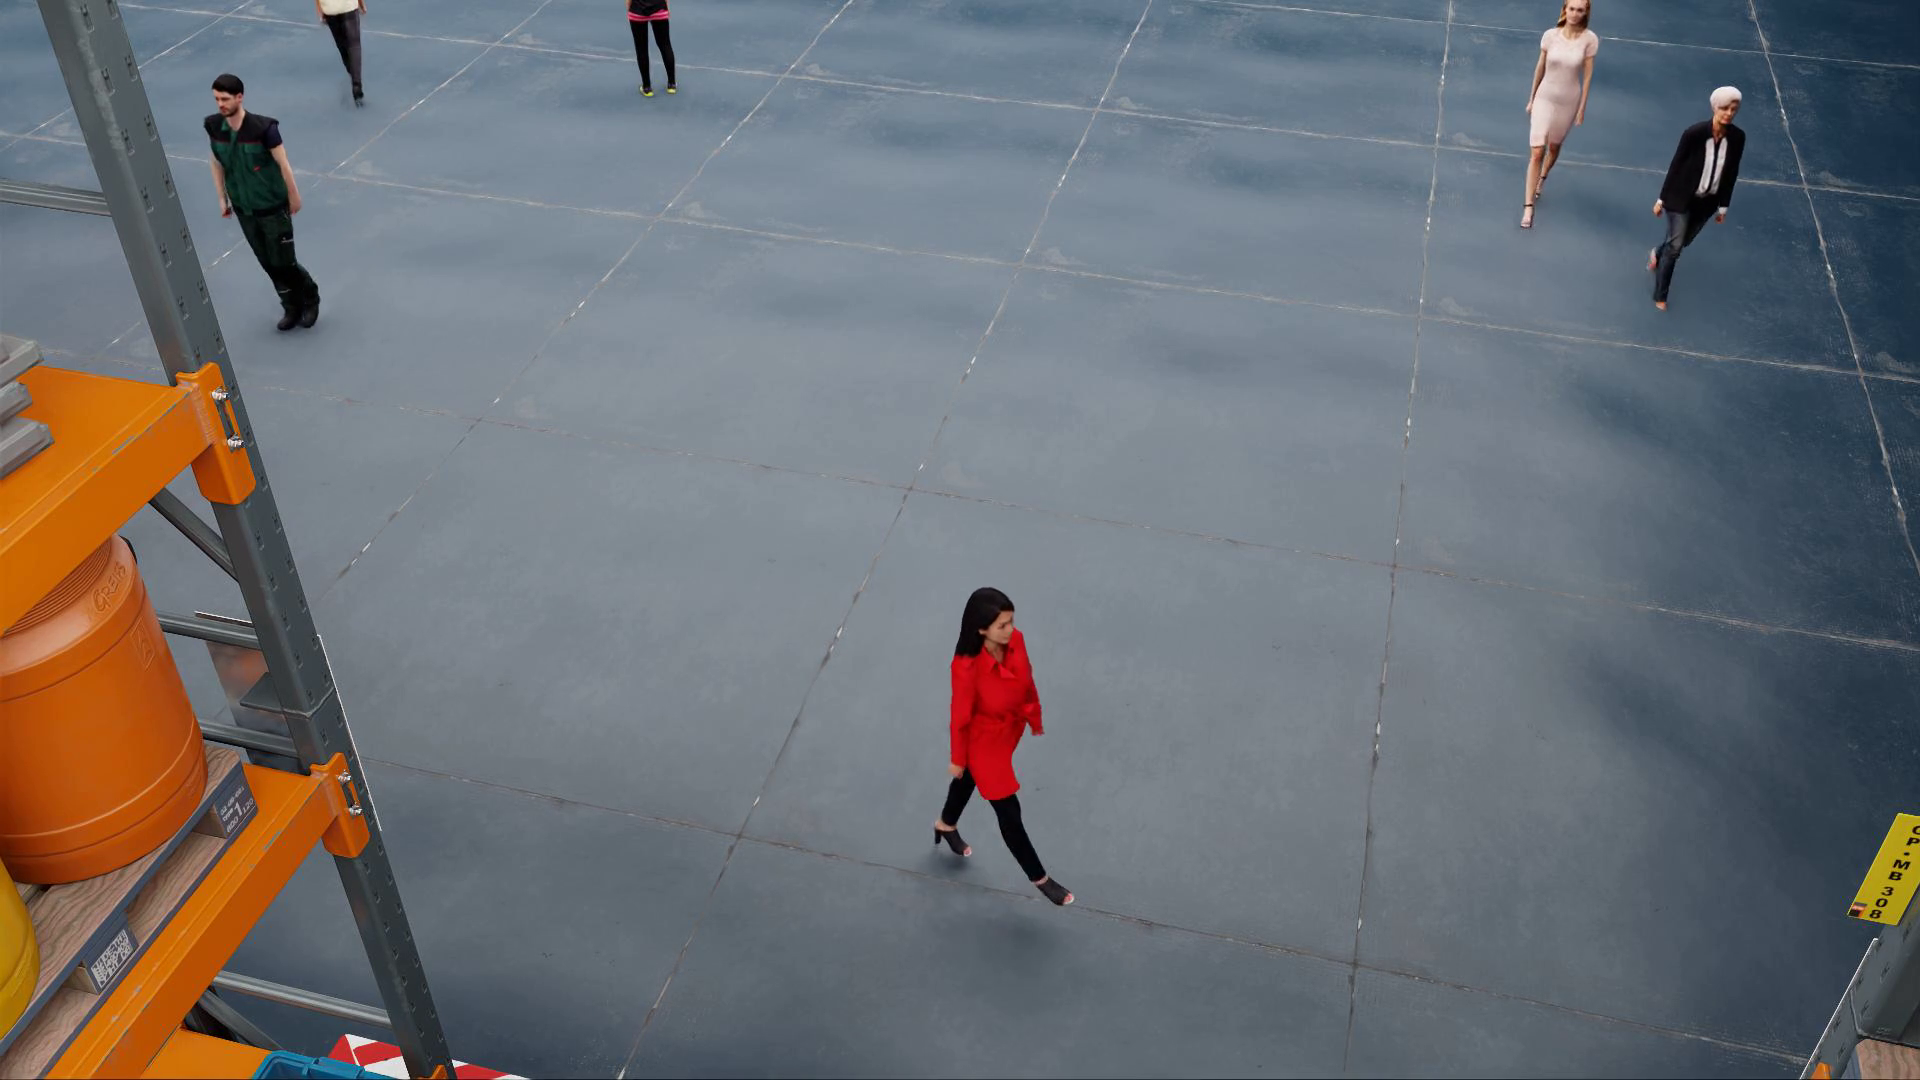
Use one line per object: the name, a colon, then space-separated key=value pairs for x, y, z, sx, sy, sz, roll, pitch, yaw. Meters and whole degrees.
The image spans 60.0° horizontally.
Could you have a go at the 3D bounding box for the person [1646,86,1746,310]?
person: x=5.242 y=-2.489 z=12.070 sx=0.897 sy=1.756 sz=1.141 roll=1 pitch=38 yaw=1

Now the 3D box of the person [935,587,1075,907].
person: x=0.061 y=0.884 z=7.558 sx=0.923 sy=1.706 sz=1.063 roll=23 pitch=44 yaw=27

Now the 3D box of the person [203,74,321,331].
person: x=-4.813 y=-2.371 z=11.569 sx=0.675 sy=1.889 sz=0.646 roll=7 pitch=39 yaw=9

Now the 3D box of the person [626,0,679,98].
person: x=-2.798 y=-4.761 z=14.899 sx=0.619 sy=1.550 sz=0.647 roll=-11 pitch=39 yaw=-13

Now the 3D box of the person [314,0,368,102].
person: x=-5.509 y=-4.674 z=14.793 sx=0.868 sy=1.544 sz=1.094 roll=-6 pitch=38 yaw=-8

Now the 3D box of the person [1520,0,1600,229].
person: x=4.660 y=-3.385 z=12.957 sx=0.662 sy=1.777 sz=1.094 roll=13 pitch=40 yaw=16
